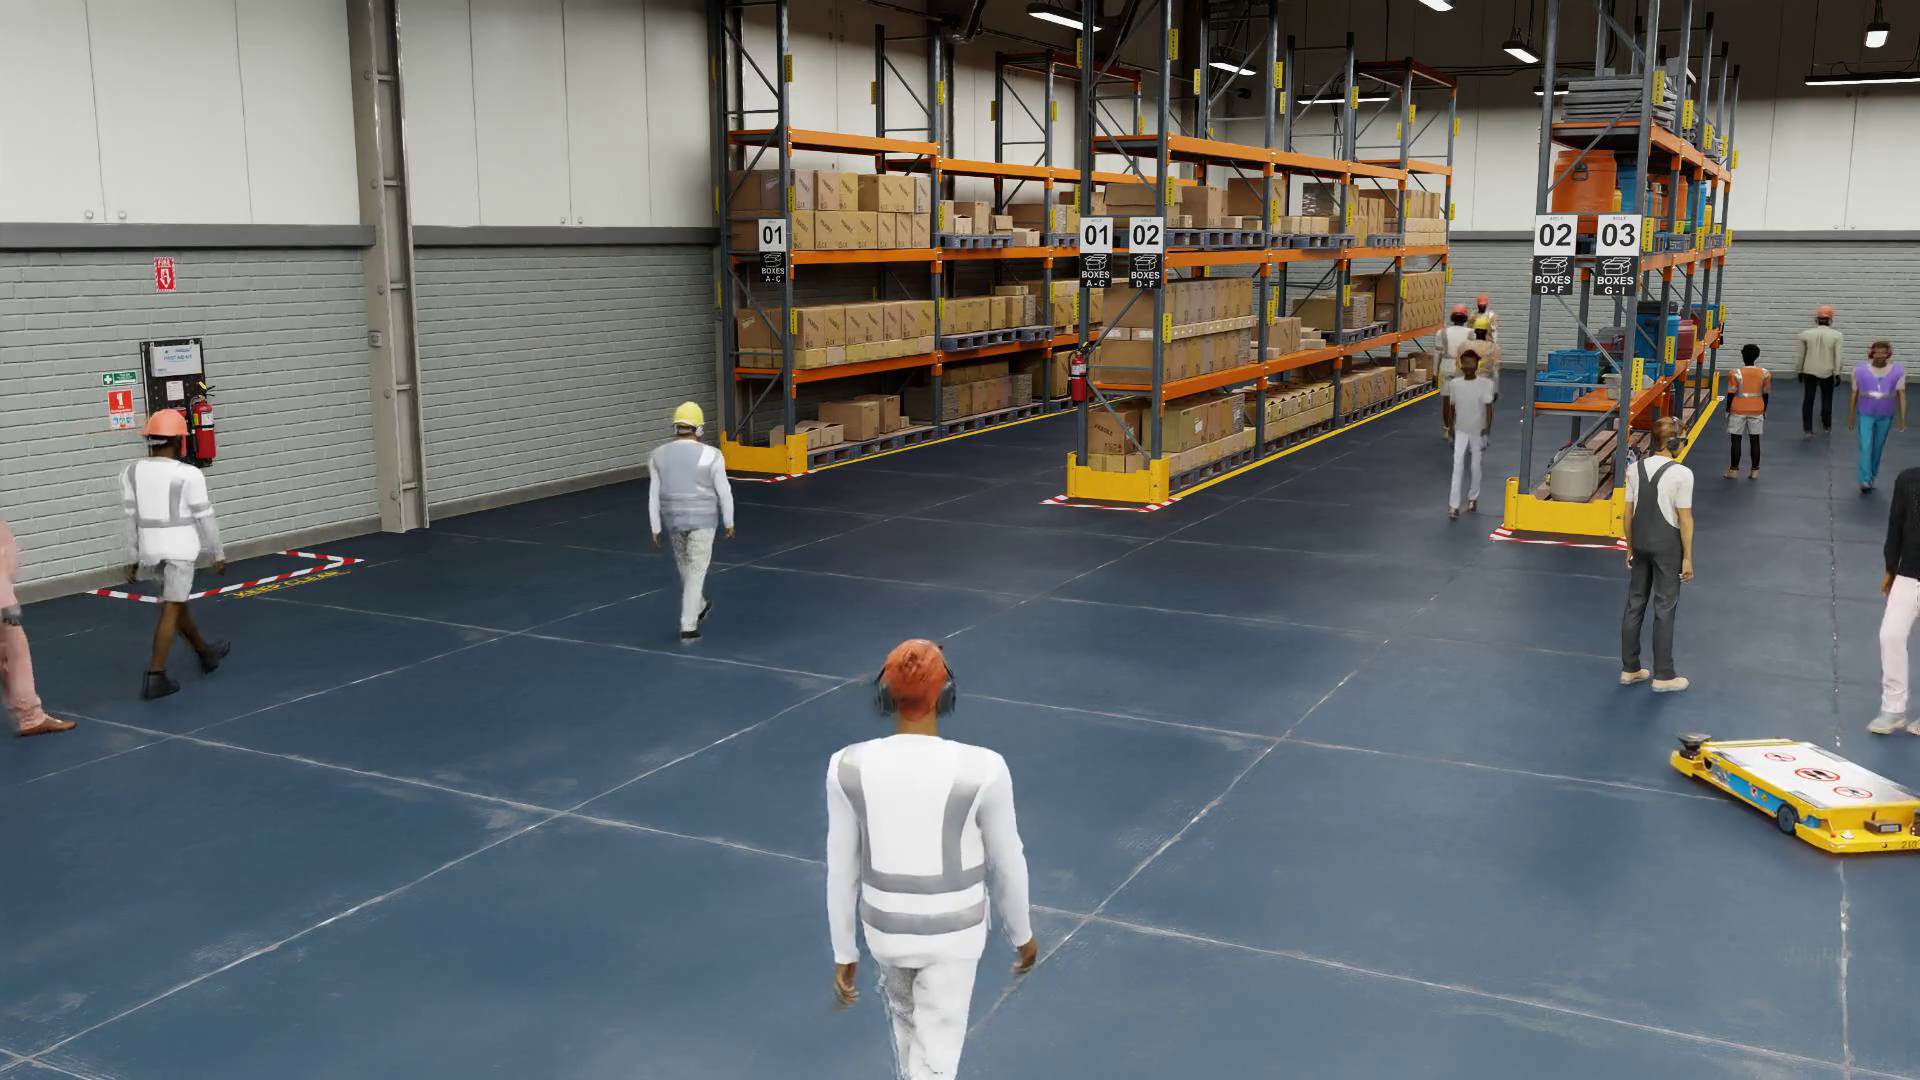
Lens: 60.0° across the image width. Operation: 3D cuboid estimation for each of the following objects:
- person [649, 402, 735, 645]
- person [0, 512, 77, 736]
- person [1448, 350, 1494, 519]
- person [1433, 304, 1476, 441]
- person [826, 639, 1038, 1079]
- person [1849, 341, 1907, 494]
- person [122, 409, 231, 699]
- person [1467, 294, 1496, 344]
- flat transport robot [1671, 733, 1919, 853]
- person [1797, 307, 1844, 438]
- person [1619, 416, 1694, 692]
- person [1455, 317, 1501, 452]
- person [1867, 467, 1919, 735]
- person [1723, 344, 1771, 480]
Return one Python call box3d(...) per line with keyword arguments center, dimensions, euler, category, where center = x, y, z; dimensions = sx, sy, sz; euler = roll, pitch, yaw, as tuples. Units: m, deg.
box3d(center=(-2.008, -0.155, 12.628), dimensions=(0.601, 1.778, 0.947), euler=(2, 11, 13), category="person")
box3d(center=(-5.835, 0.322, 9.805), dimensions=(0.916, 1.876, 0.635), euler=(-8, 13, -36), category="person")
box3d(center=(5.500, -1.149, 17.977), dimensions=(0.503, 1.819, 1.002), euler=(5, 11, 25), category="person")
box3d(center=(7.383, -2.502, 24.817), dimensions=(0.634, 2.013, 0.815), euler=(3, 11, 17), category="person")
box3d(center=(-0.100, 1.208, 5.081), dimensions=(0.595, 1.839, 0.981), euler=(3, 11, 18), category="person")
box3d(center=(10.841, -1.452, 19.674), dimensions=(0.594, 1.795, 0.962), euler=(4, 11, 20), category="person")
box3d(center=(-5.239, 0.062, 11.178), dimensions=(0.573, 1.879, 0.998), euler=(2, 11, 11), category="person")
box3d(center=(10.124, -3.833, 32.330), dimensions=(0.550, 1.920, 0.740), euler=(3, 11, 14), category="person")
box3d(center=(4.465, 1.306, 8.796), dimensions=(0.652, 0.197, 1.431), euler=(-1, 11, -8), category="flat transport robot")
box3d(center=(13.053, -2.548, 25.215), dimensions=(0.652, 1.947, 0.980), euler=(8, 13, 39), category="person")
box3d(center=(4.675, 0.093, 11.136), dimensions=(0.343, 1.839, 0.506), euler=(-6, 12, -31), category="person")
box3d(center=(7.154, -2.124, 22.999), dimensions=(0.610, 1.915, 0.432), euler=(5, 11, 25), category="person")
box3d(center=(5.798, 0.234, 9.973), dimensions=(0.672, 1.975, 0.646), euler=(-8, 13, -37), category="person")
box3d(center=(9.778, -1.589, 20.687), dimensions=(0.540, 1.696, 0.317), euler=(1, 10, 3), category="person")
